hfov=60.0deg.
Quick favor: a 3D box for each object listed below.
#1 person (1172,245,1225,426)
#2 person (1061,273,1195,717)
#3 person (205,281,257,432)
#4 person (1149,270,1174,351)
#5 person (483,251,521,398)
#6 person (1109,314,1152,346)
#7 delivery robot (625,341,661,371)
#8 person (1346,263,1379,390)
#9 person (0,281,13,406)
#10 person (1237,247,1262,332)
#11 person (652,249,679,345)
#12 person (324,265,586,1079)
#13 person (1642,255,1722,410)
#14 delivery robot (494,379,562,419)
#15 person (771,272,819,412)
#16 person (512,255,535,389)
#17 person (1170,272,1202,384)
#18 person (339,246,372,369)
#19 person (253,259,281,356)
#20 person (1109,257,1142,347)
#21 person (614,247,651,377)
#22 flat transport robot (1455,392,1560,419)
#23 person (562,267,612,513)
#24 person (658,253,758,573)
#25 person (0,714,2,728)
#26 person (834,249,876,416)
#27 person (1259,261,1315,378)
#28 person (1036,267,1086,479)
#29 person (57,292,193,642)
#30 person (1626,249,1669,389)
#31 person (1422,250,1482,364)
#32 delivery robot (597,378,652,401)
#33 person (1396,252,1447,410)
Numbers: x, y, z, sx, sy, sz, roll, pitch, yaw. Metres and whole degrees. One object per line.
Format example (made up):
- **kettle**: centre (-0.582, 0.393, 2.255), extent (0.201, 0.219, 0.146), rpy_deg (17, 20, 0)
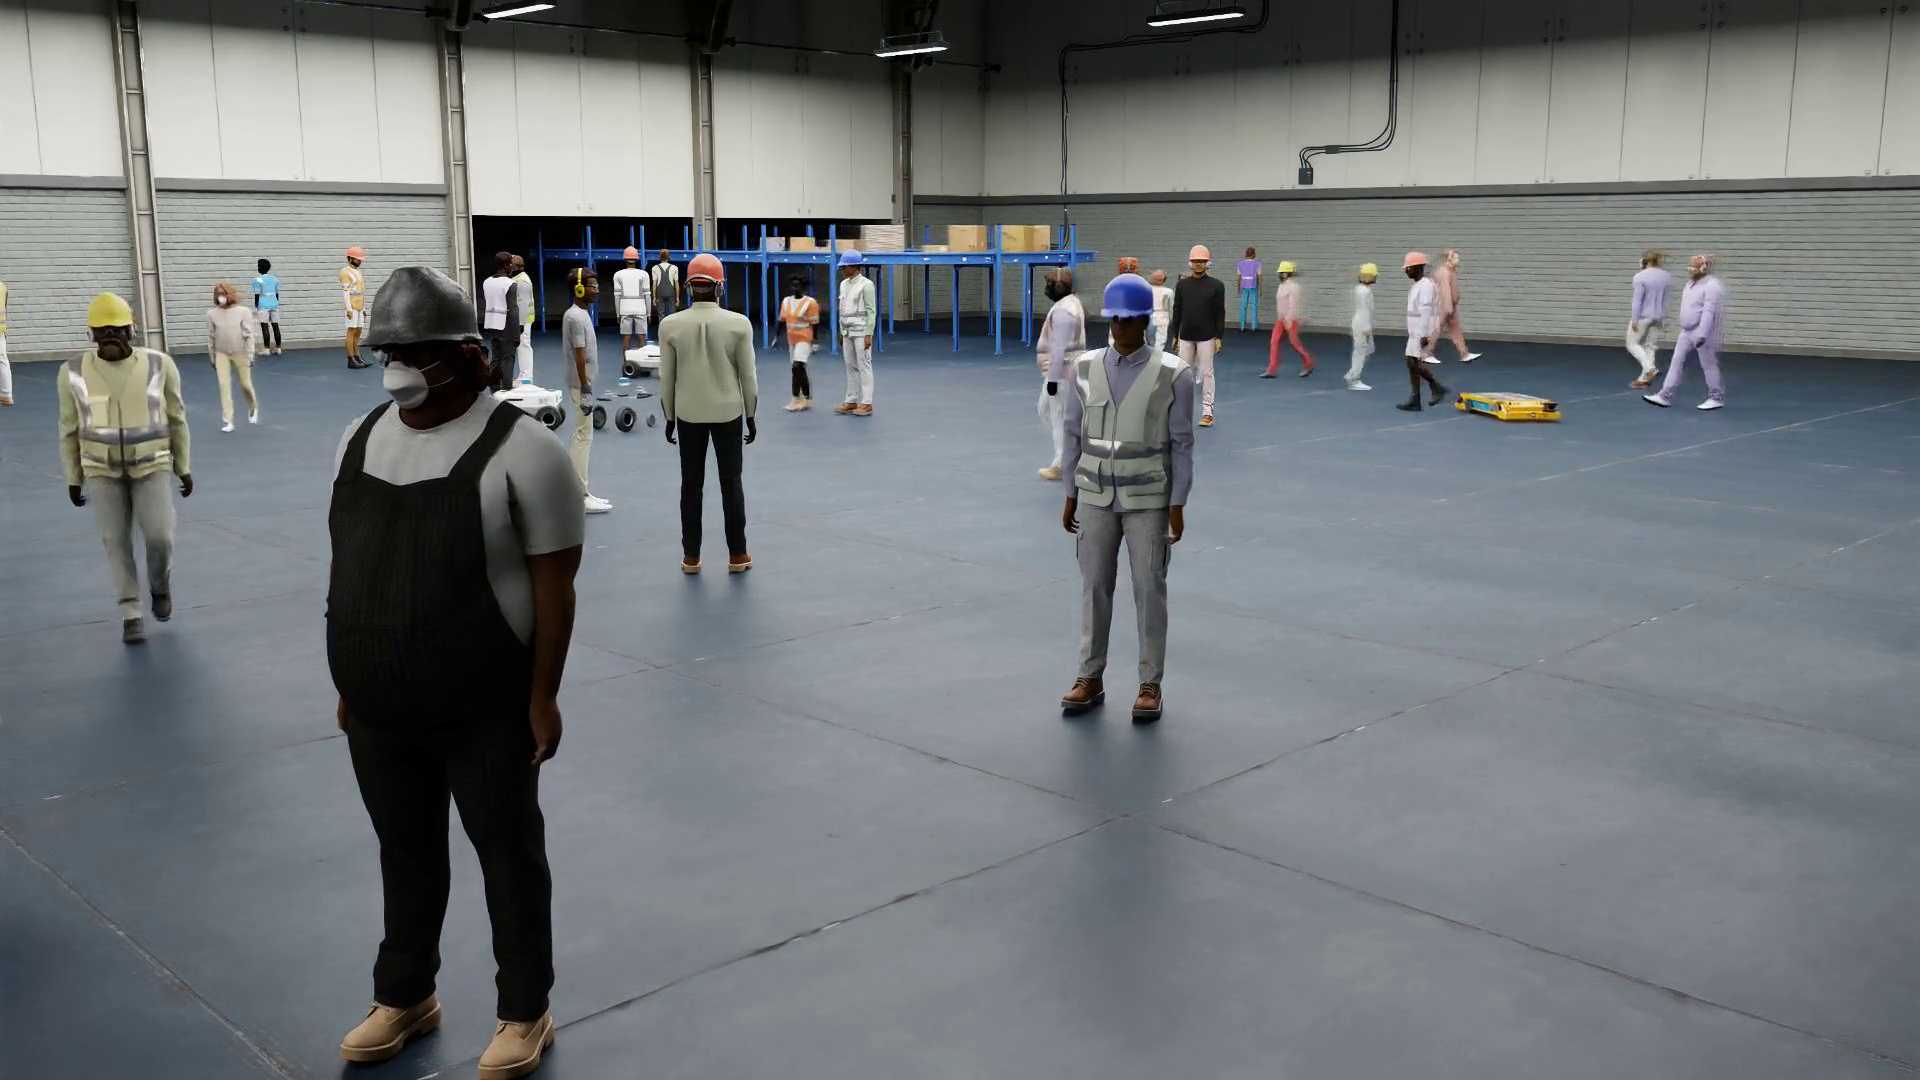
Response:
- **person**: centre (2.646, -2.278, 18.563), extent (0.622, 1.996, 0.369), rpy_deg (6, 12, 31)
- **person**: centre (0.726, -0.193, 7.335), extent (0.602, 1.947, 0.389), rpy_deg (5, 11, 24)
- **person**: centre (-7.948, -2.018, 18.181), extent (0.502, 1.612, 0.682), rpy_deg (-2, 11, -10)
- **person**: centre (2.907, -3.127, 24.288), extent (0.546, 1.592, 0.842), rpy_deg (4, 11, 21)
- **person**: centre (-5.580, -2.550, 20.292), extent (0.588, 1.914, 0.377), rpy_deg (8, 13, 38)
- **person**: centre (2.042, -2.327, 19.951), extent (0.501, 1.592, 0.875), rpy_deg (1, 10, 7)
- **delivery robot**: centre (-4.619, -2.729, 24.822), extent (0.707, 0.478, 0.477), rpy_deg (2, 11, 13)
- **person**: centre (5.551, -2.927, 22.837), extent (0.367, 1.722, 0.516), rpy_deg (3, 11, 15)
- **person**: centre (-12.093, -2.585, 20.670), extent (0.429, 1.841, 0.634), rpy_deg (1, 10, 3)
- **person**: centre (6.377, -5.515, 36.651), extent (0.562, 1.840, 0.390), rpy_deg (5, 11, 24)
- **person**: centre (-5.673, -4.677, 32.066), extent (0.506, 1.845, 0.344), rpy_deg (-2, 11, -9)
- **person**: centre (-1.306, 0.364, 4.157), extent (0.675, 2.000, 0.536), rpy_deg (3, 11, 16)
- **person**: centre (8.882, -2.518, 20.238), extent (0.965, 1.860, 0.692), rpy_deg (-2, 11, -8)
- **delivery robot**: centre (-4.747, -1.530, 18.283), extent (0.707, 0.478, 0.477), rpy_deg (-1, 11, -7)
- **person**: centre (-1.994, -2.357, 19.882), extent (0.572, 1.665, 0.711), rpy_deg (9, 14, 42)
- **person**: centre (-6.111, -3.018, 23.043), extent (0.430, 1.839, 0.619), rpy_deg (-4, 11, -19)
- **person**: centre (3.181, -2.904, 23.011), extent (0.694, 1.617, 0.521), rpy_deg (-8, 13, -39)
- **person**: centre (-9.682, -3.731, 26.674), extent (0.371, 1.931, 0.543), rpy_deg (1, 10, 6)
- **person**: centre (-12.241, -4.110, 29.374), extent (0.318, 1.699, 0.535), rpy_deg (5, 12, 27)
- **person**: centre (1.760, -2.028, 17.524), extent (0.375, 1.885, 0.604), rpy_deg (0, 10, -2)
- **person**: centre (-4.907, -3.425, 24.991), extent (0.545, 1.936, 0.366), rpy_deg (-1, 10, -3)
- **flat transport robot**: centre (6.473, -1.603, 19.713), extent (0.652, 0.197, 1.431), rpy_deg (-1, 10, -7)
- **person**: centre (-2.888, -1.160, 12.819), extent (0.313, 1.869, 0.538), rpy_deg (-3, 11, -16)
- **person**: centre (-1.575, -0.791, 10.468), extent (0.612, 1.995, 0.377), rpy_deg (-1, 10, -4)
- **person**: centre (-4.365, -0.057, 6.919), extent (0.591, 1.828, 0.404), rpy_deg (-3, 11, -18)
- **person**: centre (-1.230, -2.446, 19.628), extent (0.403, 1.944, 0.605), rpy_deg (-9, 13, -39)
- **person**: centre (4.929, -3.292, 24.815), extent (0.851, 1.735, 0.529), rpy_deg (-3, 11, -18)
- **person**: centre (0.866, -1.447, 14.484), extent (0.447, 1.832, 0.651), rpy_deg (2, 11, 10)
- **person**: centre (-4.368, -0.384, 8.716), extent (0.617, 1.820, 0.434), rpy_deg (-4, 11, -21)
- **person**: centre (9.509, -3.046, 22.955), extent (0.628, 1.928, 0.502), rpy_deg (-5, 12, -25)
- **person**: centre (8.088, -3.809, 27.271), extent (0.969, 1.856, 0.677), rpy_deg (5, 12, 27)
- **delivery robot**: centre (-3.708, -1.675, 18.365), extent (0.335, 0.223, 0.698), rpy_deg (6, 12, 30)
- **person**: centre (5.571, -2.524, 20.133), extent (0.515, 1.912, 0.571), rpy_deg (0, 10, 0)
